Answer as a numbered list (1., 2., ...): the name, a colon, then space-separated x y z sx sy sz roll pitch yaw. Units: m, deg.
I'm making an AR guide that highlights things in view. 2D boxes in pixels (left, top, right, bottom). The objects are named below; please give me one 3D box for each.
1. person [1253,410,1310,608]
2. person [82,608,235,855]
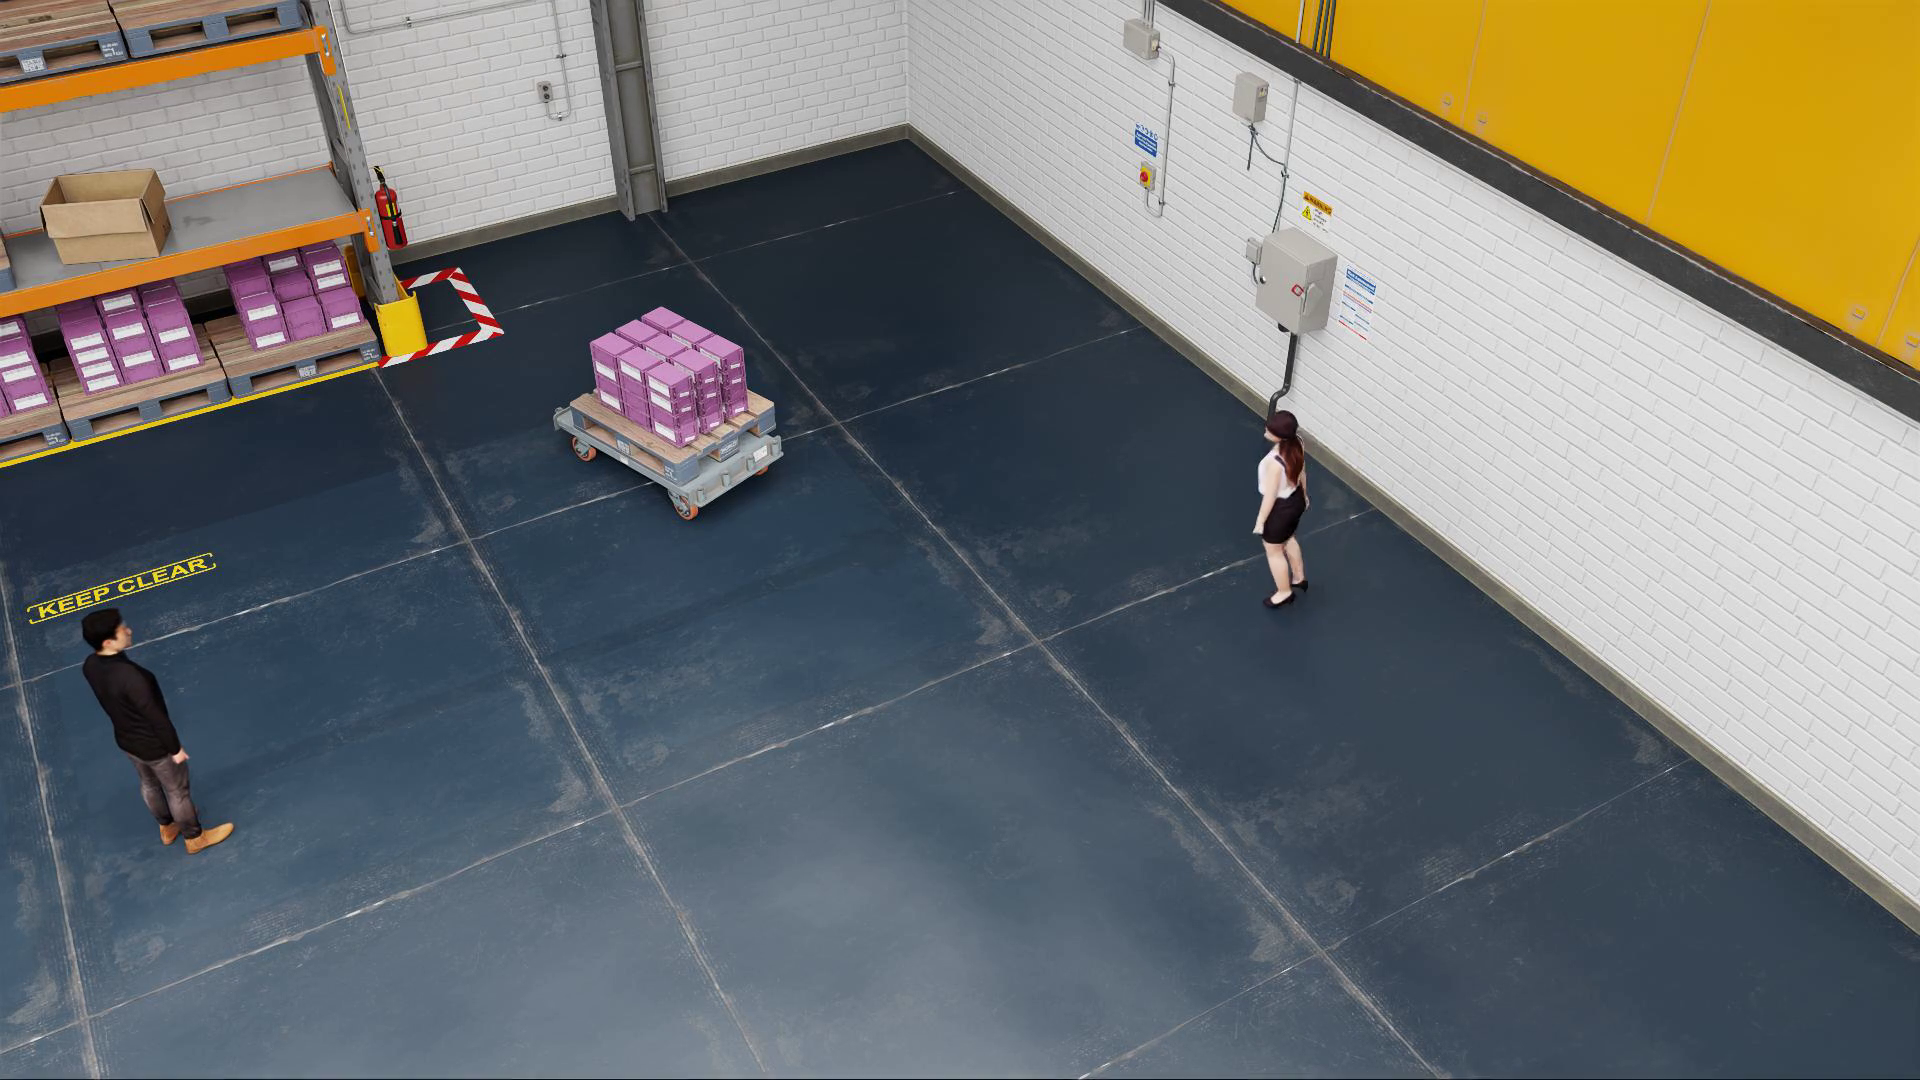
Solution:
1. person: 2.180 -0.180 11.014 0.826 1.613 0.724 32 48 33
2. person: -4.575 1.087 9.340 0.725 1.723 0.721 20 43 23
